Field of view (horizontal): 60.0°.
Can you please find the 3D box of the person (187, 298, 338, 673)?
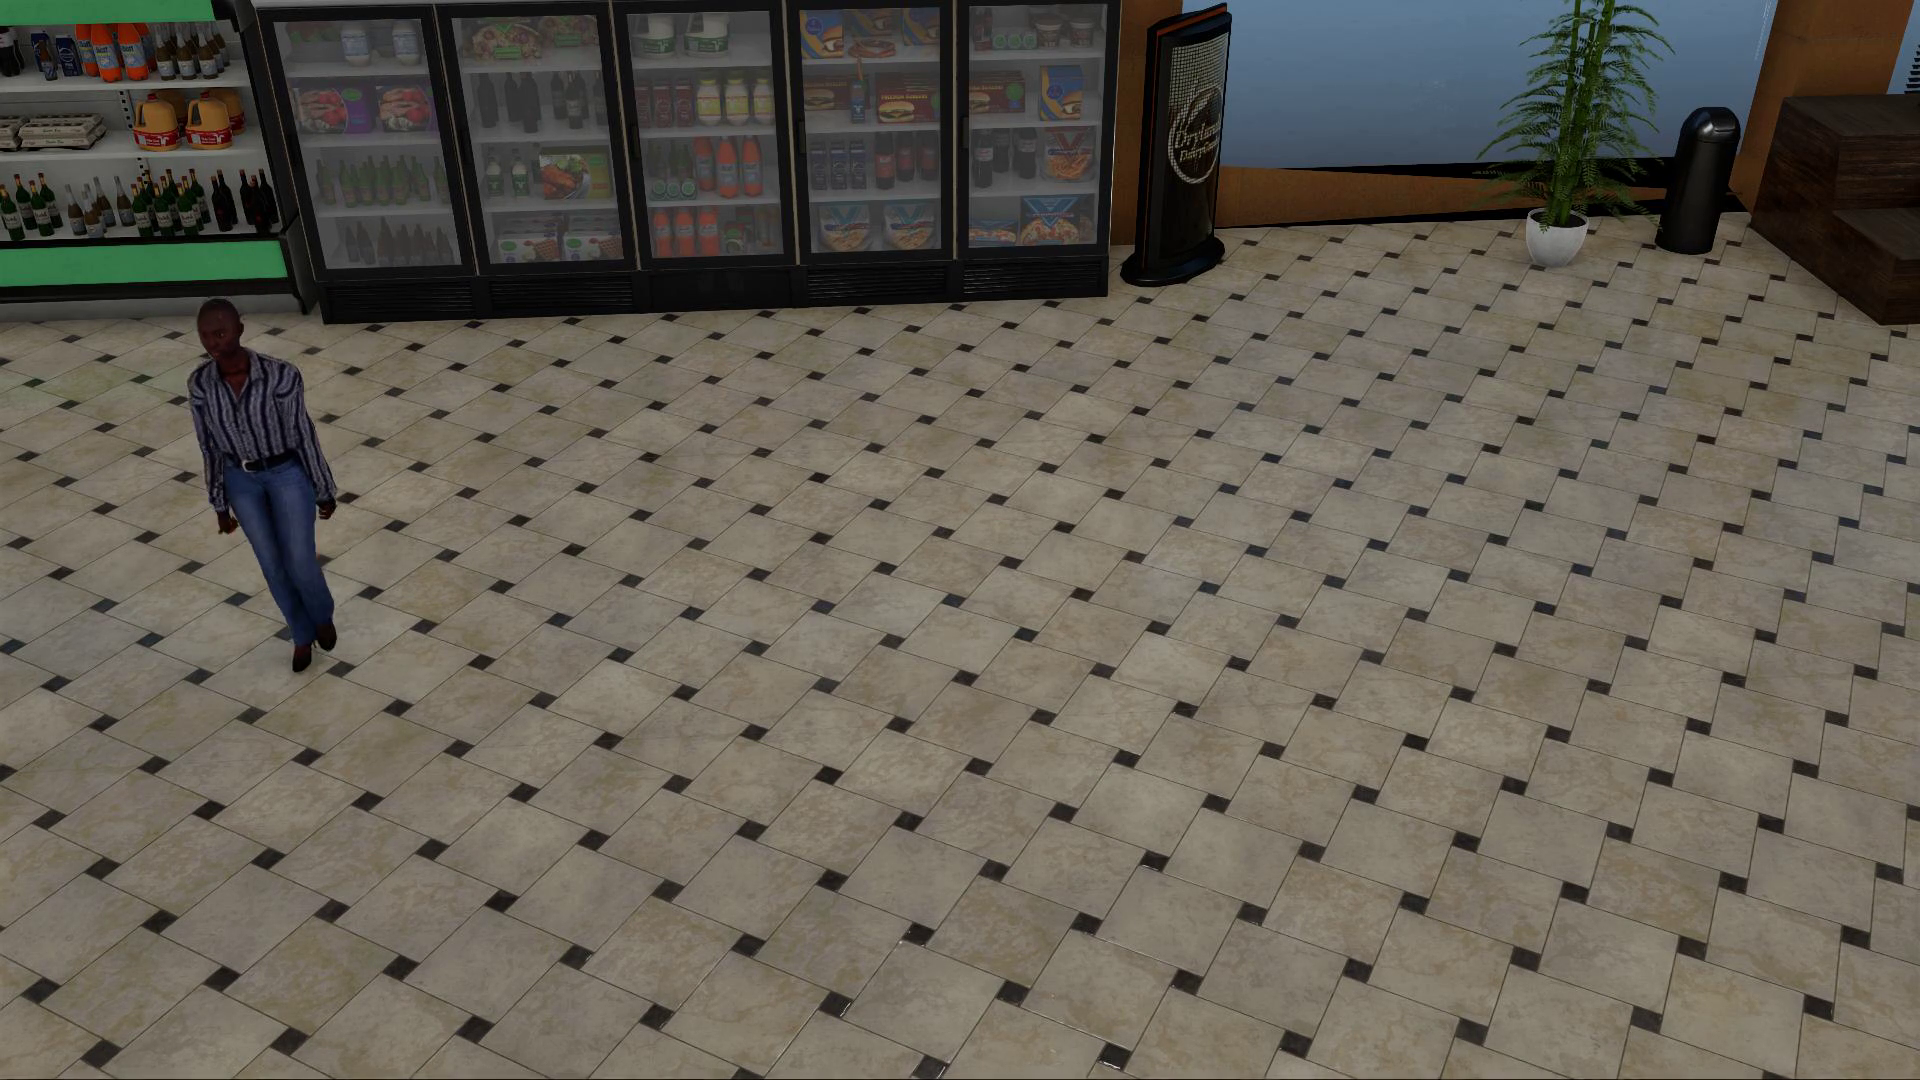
[{"bbox_3d":[-2.958,-0.250,7.199,0.547,1.781,0.713,-2,32,-4],"label":"person"}]
